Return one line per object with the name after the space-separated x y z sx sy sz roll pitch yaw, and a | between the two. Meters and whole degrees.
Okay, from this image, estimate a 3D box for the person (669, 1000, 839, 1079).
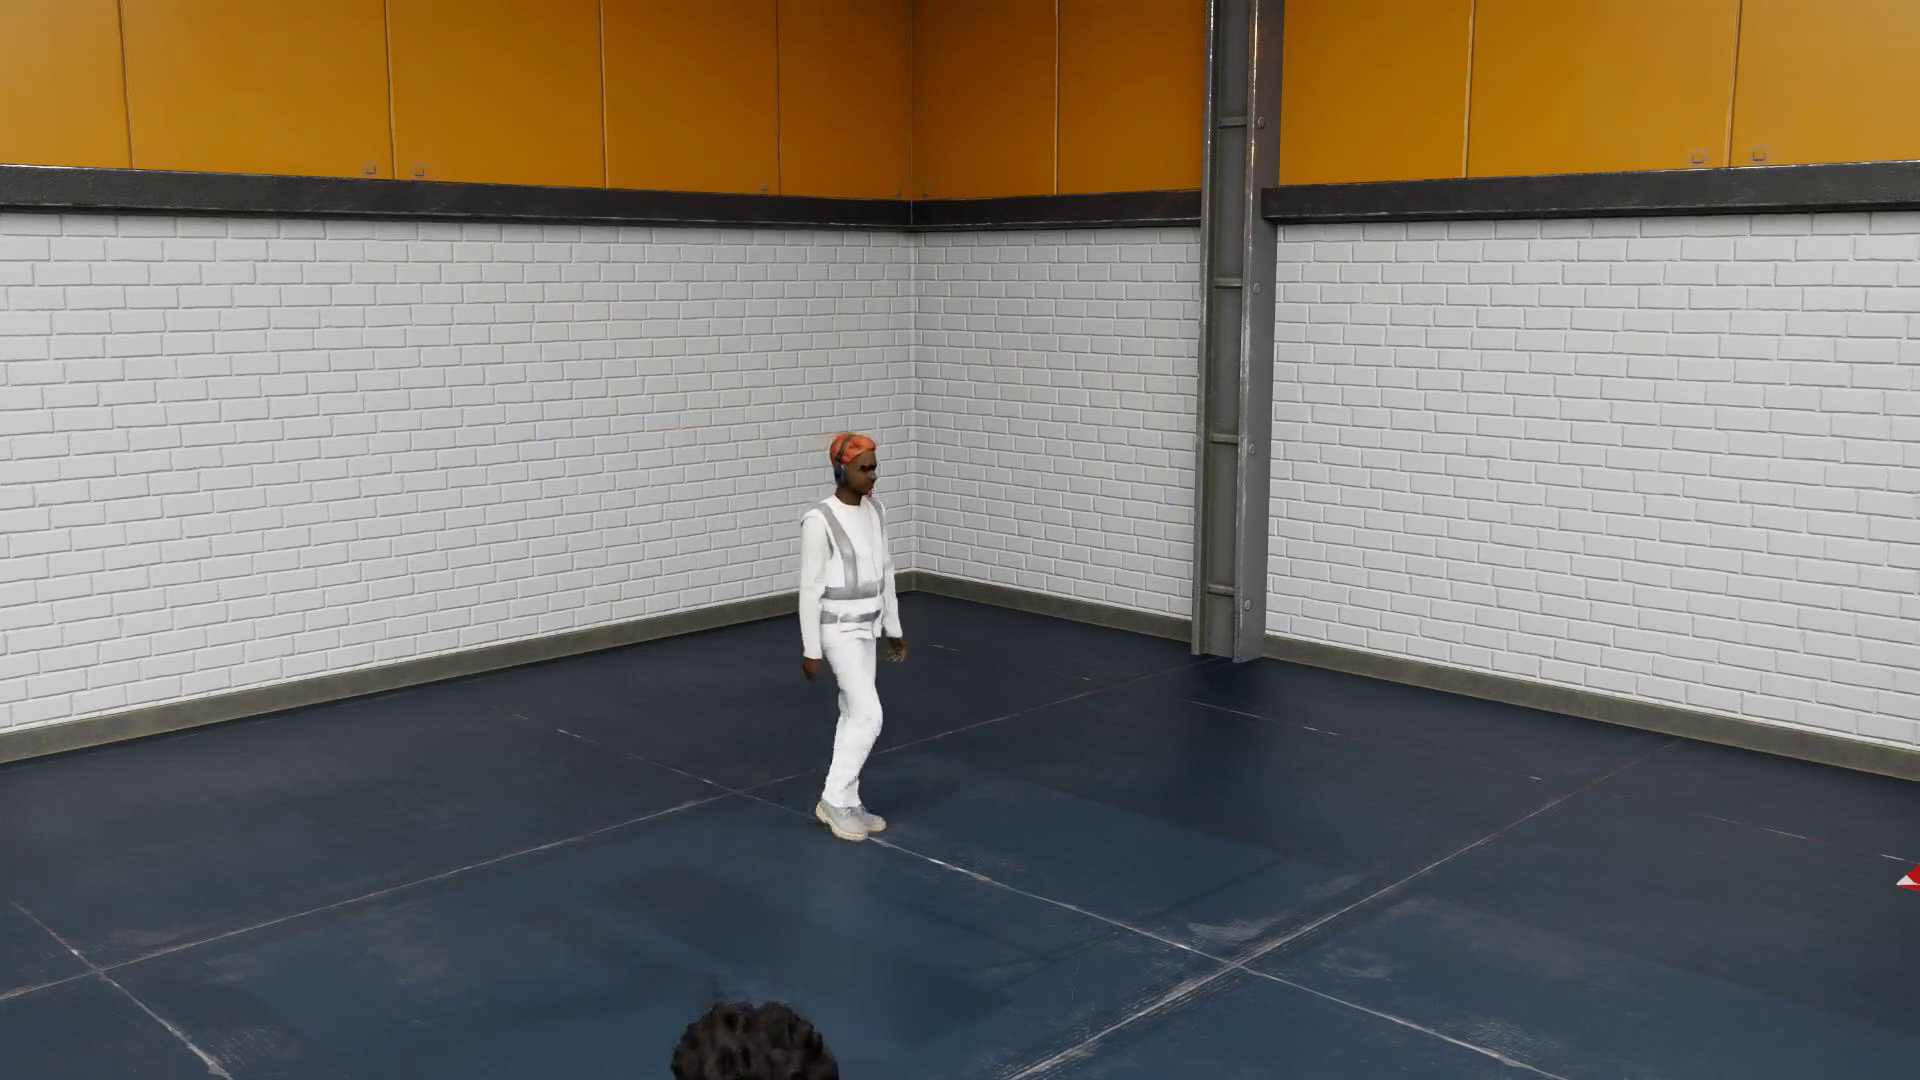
-0.297 1.396 2.343 0.538 1.679 0.599 -1 9 -7 | person

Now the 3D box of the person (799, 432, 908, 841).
-0.458 0.444 7.618 0.466 1.872 0.585 4 10 24 | person
